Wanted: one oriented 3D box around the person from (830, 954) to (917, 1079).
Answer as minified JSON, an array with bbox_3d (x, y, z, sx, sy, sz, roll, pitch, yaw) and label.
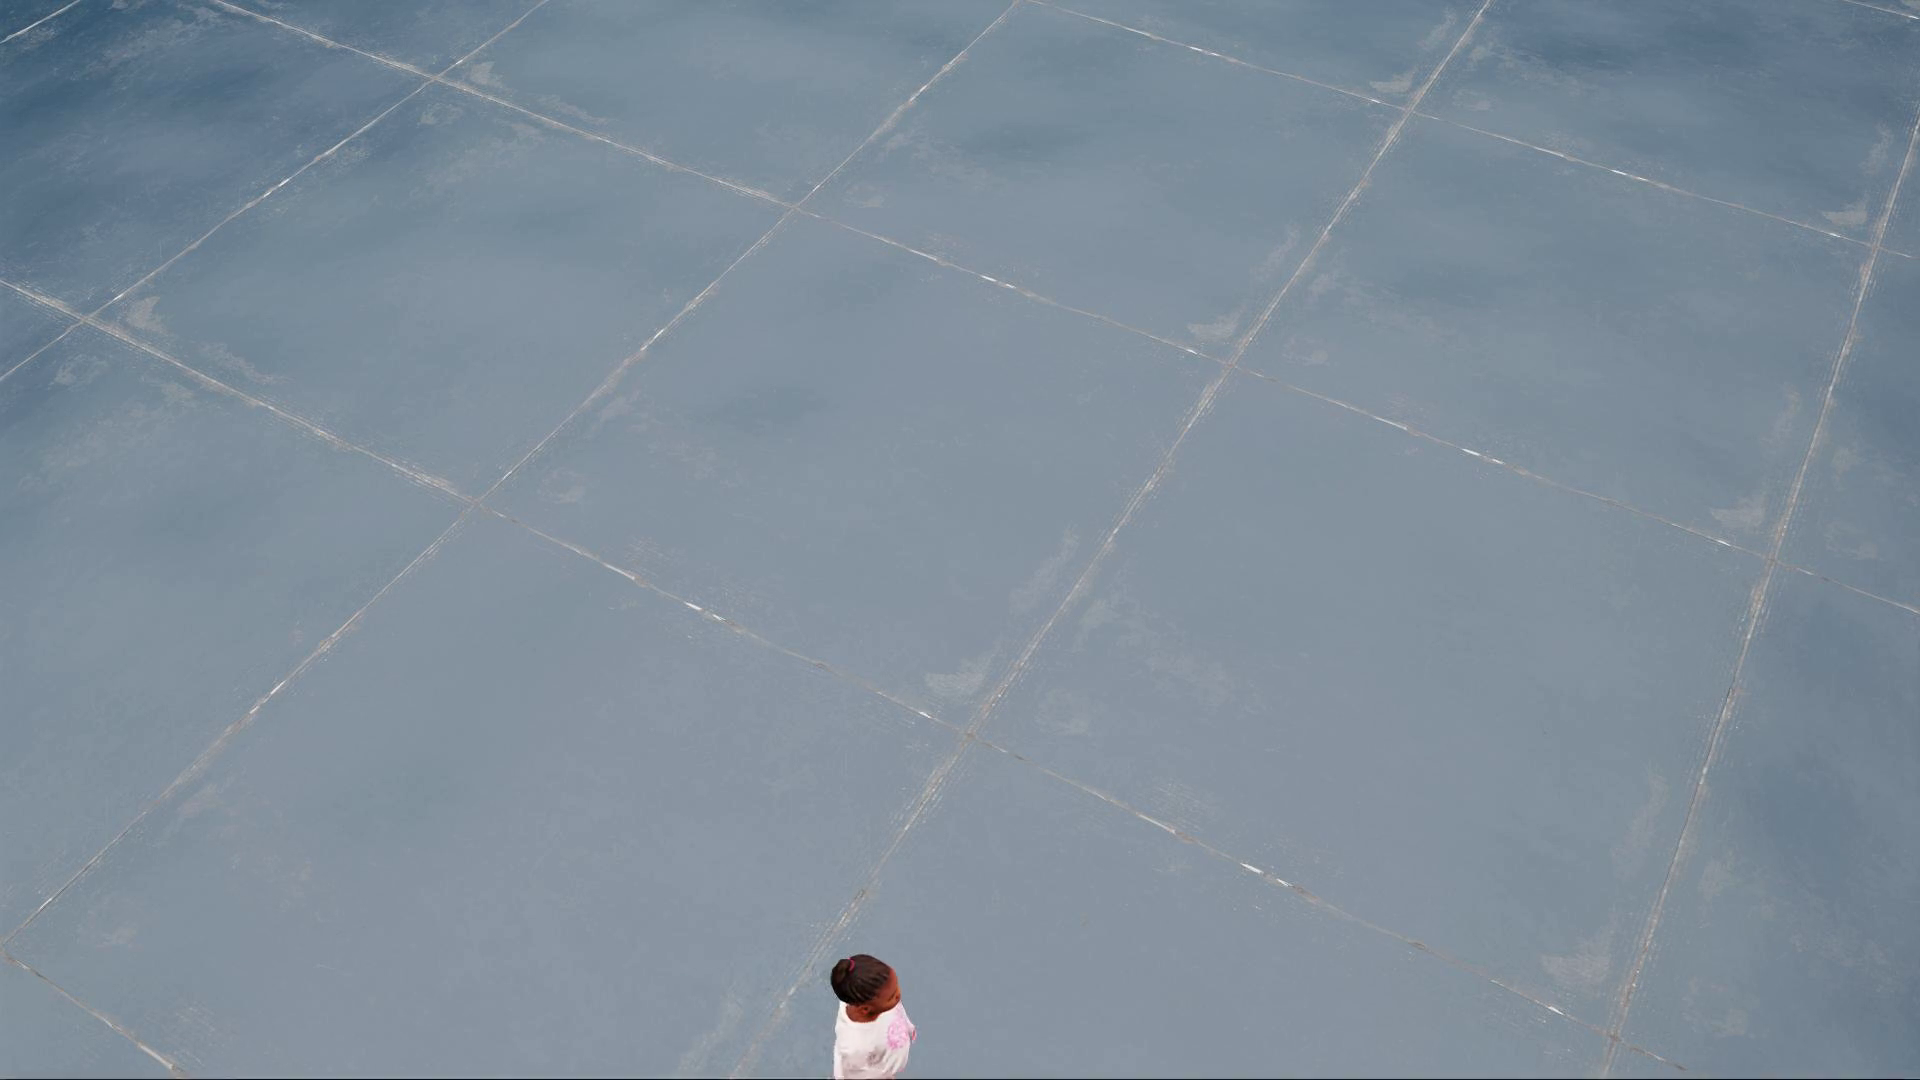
[{"bbox_3d":[-0.390,1.846,5.883,0.670,1.435,0.643,1,47,1],"label":"person"}]
